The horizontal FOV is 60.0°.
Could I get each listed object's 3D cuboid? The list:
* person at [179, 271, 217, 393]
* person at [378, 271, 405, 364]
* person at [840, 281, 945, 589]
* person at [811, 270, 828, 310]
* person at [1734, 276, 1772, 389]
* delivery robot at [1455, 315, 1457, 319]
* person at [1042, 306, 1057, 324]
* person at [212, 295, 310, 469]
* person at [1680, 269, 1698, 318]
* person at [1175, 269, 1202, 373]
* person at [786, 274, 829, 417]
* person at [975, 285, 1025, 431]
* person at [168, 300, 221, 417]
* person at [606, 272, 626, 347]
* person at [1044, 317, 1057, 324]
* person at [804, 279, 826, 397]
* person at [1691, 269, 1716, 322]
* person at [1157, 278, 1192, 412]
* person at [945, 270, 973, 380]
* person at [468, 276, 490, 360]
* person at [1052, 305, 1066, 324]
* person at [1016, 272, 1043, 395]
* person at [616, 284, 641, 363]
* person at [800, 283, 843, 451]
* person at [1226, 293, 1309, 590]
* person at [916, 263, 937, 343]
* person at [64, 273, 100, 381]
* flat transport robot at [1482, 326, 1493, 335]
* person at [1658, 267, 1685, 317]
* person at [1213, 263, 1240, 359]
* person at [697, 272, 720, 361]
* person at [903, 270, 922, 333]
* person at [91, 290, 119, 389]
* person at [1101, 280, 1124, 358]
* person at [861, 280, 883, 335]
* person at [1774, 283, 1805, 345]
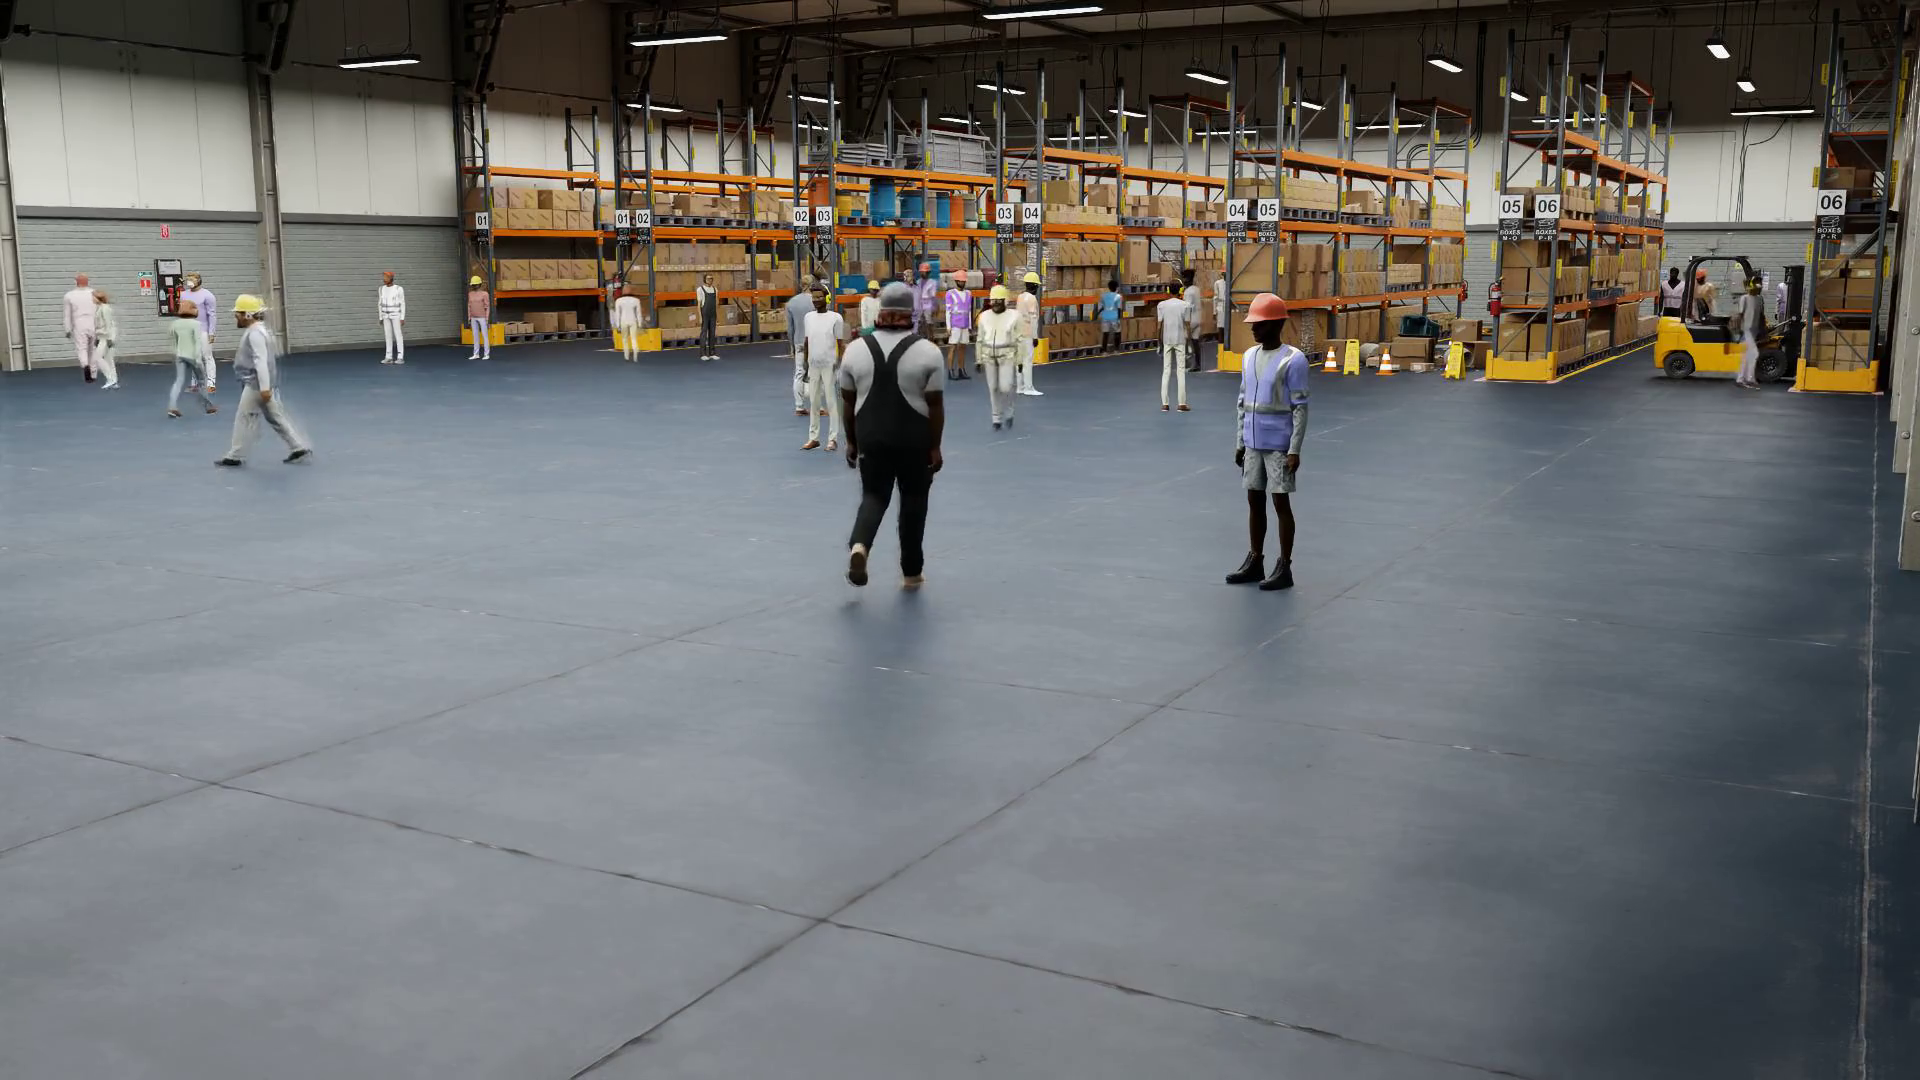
[{"bbox_3d":[-12.086,-3.286,26.378,0.630,1.940,0.371,2,10,13],"label":"person"},{"bbox_3d":[-11.499,-4.502,33.660,0.576,1.881,0.354,3,10,17],"label":"person"},{"bbox_3d":[-0.429,-0.666,10.736,0.691,2.000,0.714,3,10,15],"label":"person"},{"bbox_3d":[-3.552,-5.859,41.776,0.647,1.823,0.541,7,12,35],"label":"person"},{"bbox_3d":[13.122,-3.407,27.375,0.511,1.847,0.694,-7,12,-35],"label":"person"},{"bbox_3d":[13.603,-5.940,45.686,0.707,0.478,0.477,-2,10,-9],"label":"delivery robot"},{"bbox_3d":[1.894,-5.186,37.535,0.625,1.934,0.364,0,10,1],"label":"person"},{"bbox_3d":[-7.242,-1.642,17.212,0.933,1.791,0.612,-4,10,-20],"label":"person"},{"bbox_3d":[18.583,-5.999,42.556,0.664,1.845,1.009,1,10,5],"label":"person"},{"bbox_3d":[4.260,-4.074,30.987,0.602,1.942,0.620,6,11,32],"label":"person"},{"bbox_3d":[-2.049,-2.620,22.495,0.628,1.935,0.373,6,11,32],"label":"person"},{"bbox_3d":[0.482,-2.257,20.689,0.611,1.817,0.425,4,10,21],"label":"person"},{"bbox_3d":[-10.495,-2.465,22.602,0.514,1.587,0.864,3,10,16],"label":"person"},{"bbox_3d":[-8.258,-5.598,40.321,0.625,1.813,0.824,0,10,-1],"label":"person"},{"bbox_3d":[2.317,-6.027,42.259,0.619,1.994,0.381,5,11,25],"label":"person"},{"bbox_3d":[-2.175,-3.108,25.677,0.608,1.826,0.636,0,10,-2],"label":"person"},{"bbox_3d":[16.843,-5.167,37.547,0.780,1.896,0.612,-5,11,-29],"label":"person"},{"bbox_3d":[3.019,-2.734,23.345,0.508,1.872,0.328,4,10,21],"label":"person"},{"bbox_3d":[0.007,-3.781,29.280,0.551,1.934,0.373,-7,12,-36],"label":"person"},{"bbox_3d":[-10.129,-4.665,34.980,0.524,1.760,0.326,4,10,20],"label":"person"},{"bbox_3d":[2.368,-5.552,40.534,0.507,1.631,0.266,8,12,38],"label":"person"},{"bbox_3d":[1.078,-3.226,26.076,0.383,1.921,0.586,-4,10,-21],"label":"person"},{"bbox_3d":[-6.723,-4.386,33.758,0.505,1.617,0.564,-3,10,-18],"label":"person"},{"bbox_3d":[-1.548,-1.928,18.622,0.517,1.874,0.327,4,11,23],"label":"person"},{"bbox_3d":[2.002,-0.639,10.882,0.373,1.935,0.552,-7,12,-36],"label":"person"},{"bbox_3d":[-0.830,-5.159,37.085,0.651,2.022,0.658,9,13,41],"label":"person"},{"bbox_3d":[-15.108,-3.665,28.760,0.651,1.888,0.737,-7,12,-34],"label":"person"},{"bbox_3d":[14.526,-5.776,45.829,0.652,0.197,1.431,5,11,28],"label":"flat transport robot"},{"bbox_3d":[16.369,-5.298,38.217,0.596,1.915,0.373,6,11,32],"label":"person"},{"bbox_3d":[5.627,-4.827,35.134,0.606,2.035,0.403,6,11,30],"label":"person"},{"bbox_3d":[-5.251,-4.669,34.747,0.342,1.846,0.509,9,13,42],"label":"person"},{"bbox_3d":[-1.006,-4.399,32.988,0.407,1.908,0.641,9,13,43],"label":"person"},{"bbox_3d":[-13.966,-3.252,27.101,0.415,1.623,0.546,-7,12,-36],"label":"person"},{"bbox_3d":[3.280,-4.724,35.606,0.540,1.664,0.754,6,11,30],"label":"person"},{"bbox_3d":[-1.636,-4.043,31.460,0.537,1.710,0.933,-6,11,-29],"label":"person"},{"bbox_3d":[18.413,-5.078,36.938,0.585,1.920,0.388,5,11,27],"label":"person"}]
